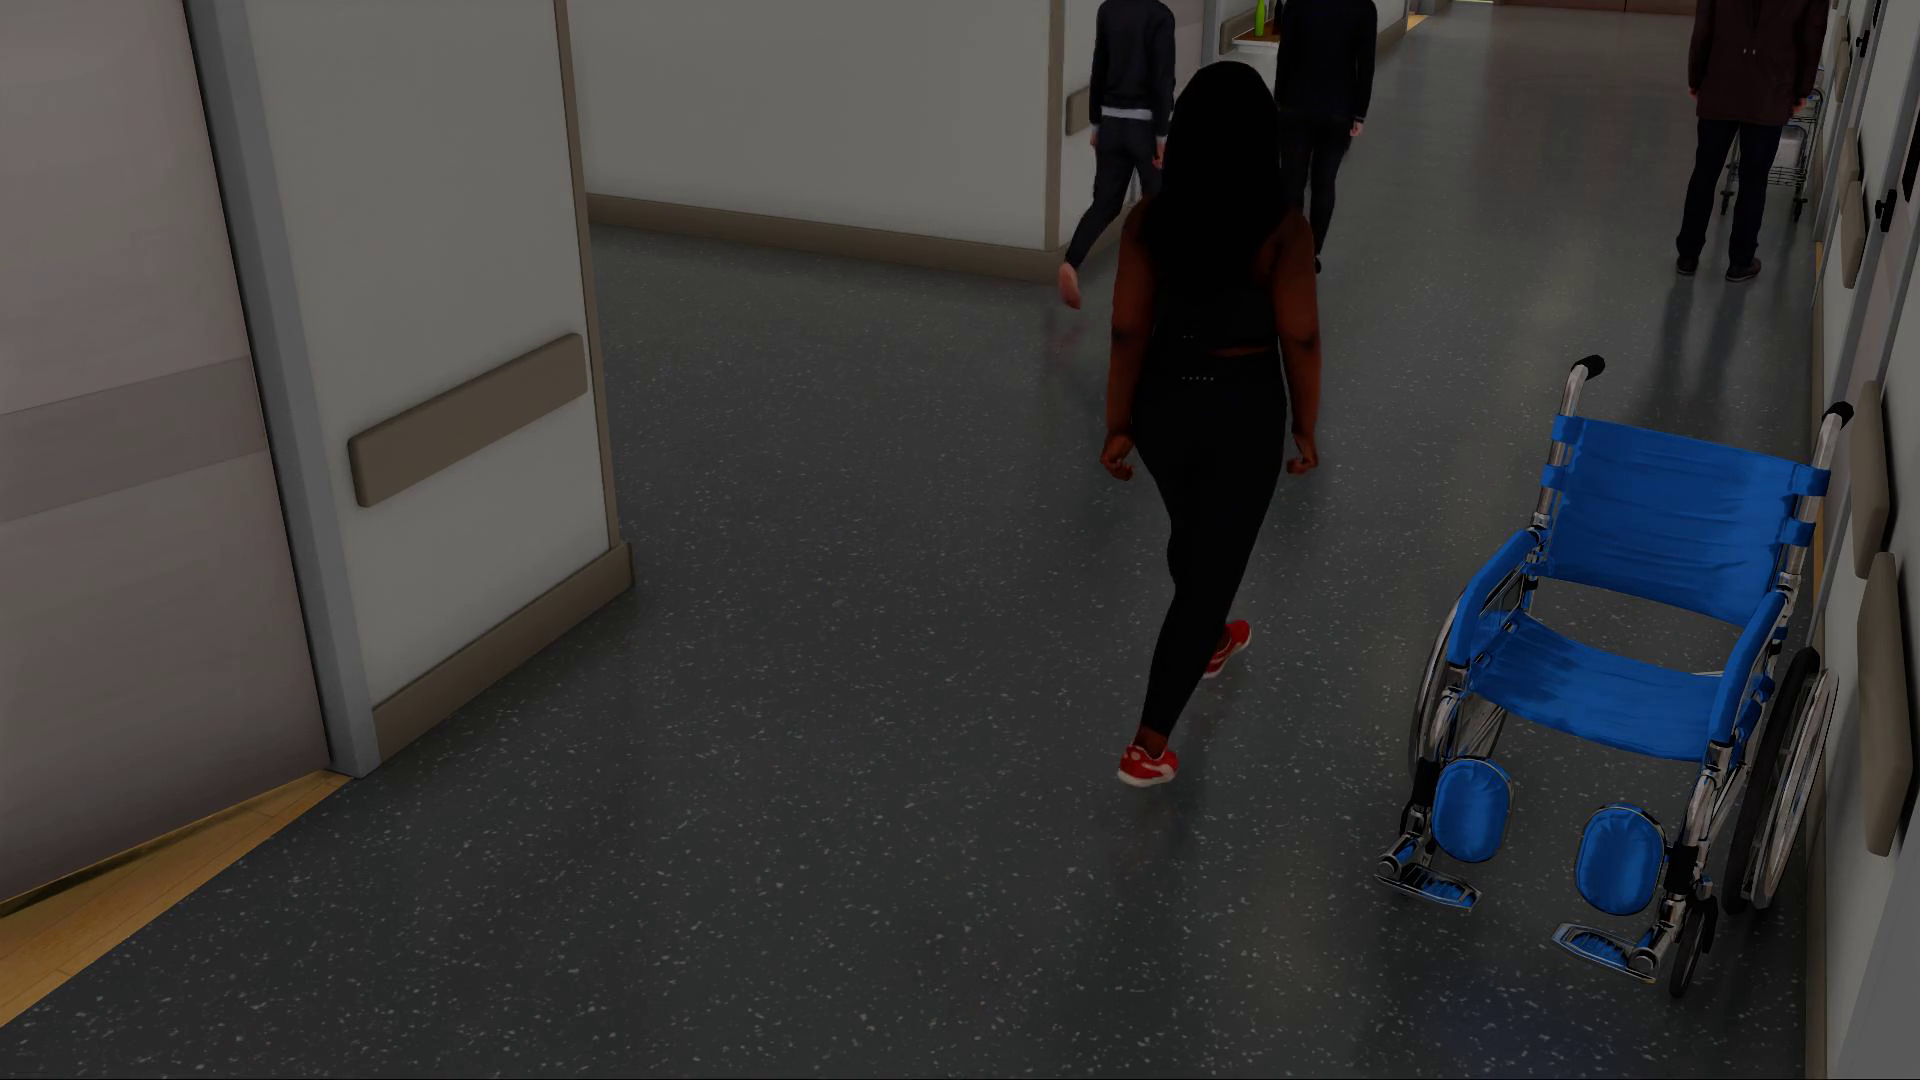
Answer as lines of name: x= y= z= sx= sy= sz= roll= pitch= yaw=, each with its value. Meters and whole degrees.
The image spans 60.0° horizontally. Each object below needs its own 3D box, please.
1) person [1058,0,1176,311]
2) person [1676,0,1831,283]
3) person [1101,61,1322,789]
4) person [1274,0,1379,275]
person: x=0.748 y=-1.882 z=7.641 sx=0.769 sy=1.705 sz=1.037 roll=20 pitch=32 yaw=35
person: x=3.861 y=-2.213 z=8.166 sx=0.792 sy=1.845 sz=0.711 roll=16 pitch=30 yaw=30
person: x=0.591 y=-0.223 z=4.126 sx=0.753 sy=1.769 sz=1.261 roll=14 pitch=29 yaw=26
person: x=1.691 y=-1.990 z=7.907 sx=0.747 sy=1.667 sz=1.009 roll=6 pitch=26 yaw=12
